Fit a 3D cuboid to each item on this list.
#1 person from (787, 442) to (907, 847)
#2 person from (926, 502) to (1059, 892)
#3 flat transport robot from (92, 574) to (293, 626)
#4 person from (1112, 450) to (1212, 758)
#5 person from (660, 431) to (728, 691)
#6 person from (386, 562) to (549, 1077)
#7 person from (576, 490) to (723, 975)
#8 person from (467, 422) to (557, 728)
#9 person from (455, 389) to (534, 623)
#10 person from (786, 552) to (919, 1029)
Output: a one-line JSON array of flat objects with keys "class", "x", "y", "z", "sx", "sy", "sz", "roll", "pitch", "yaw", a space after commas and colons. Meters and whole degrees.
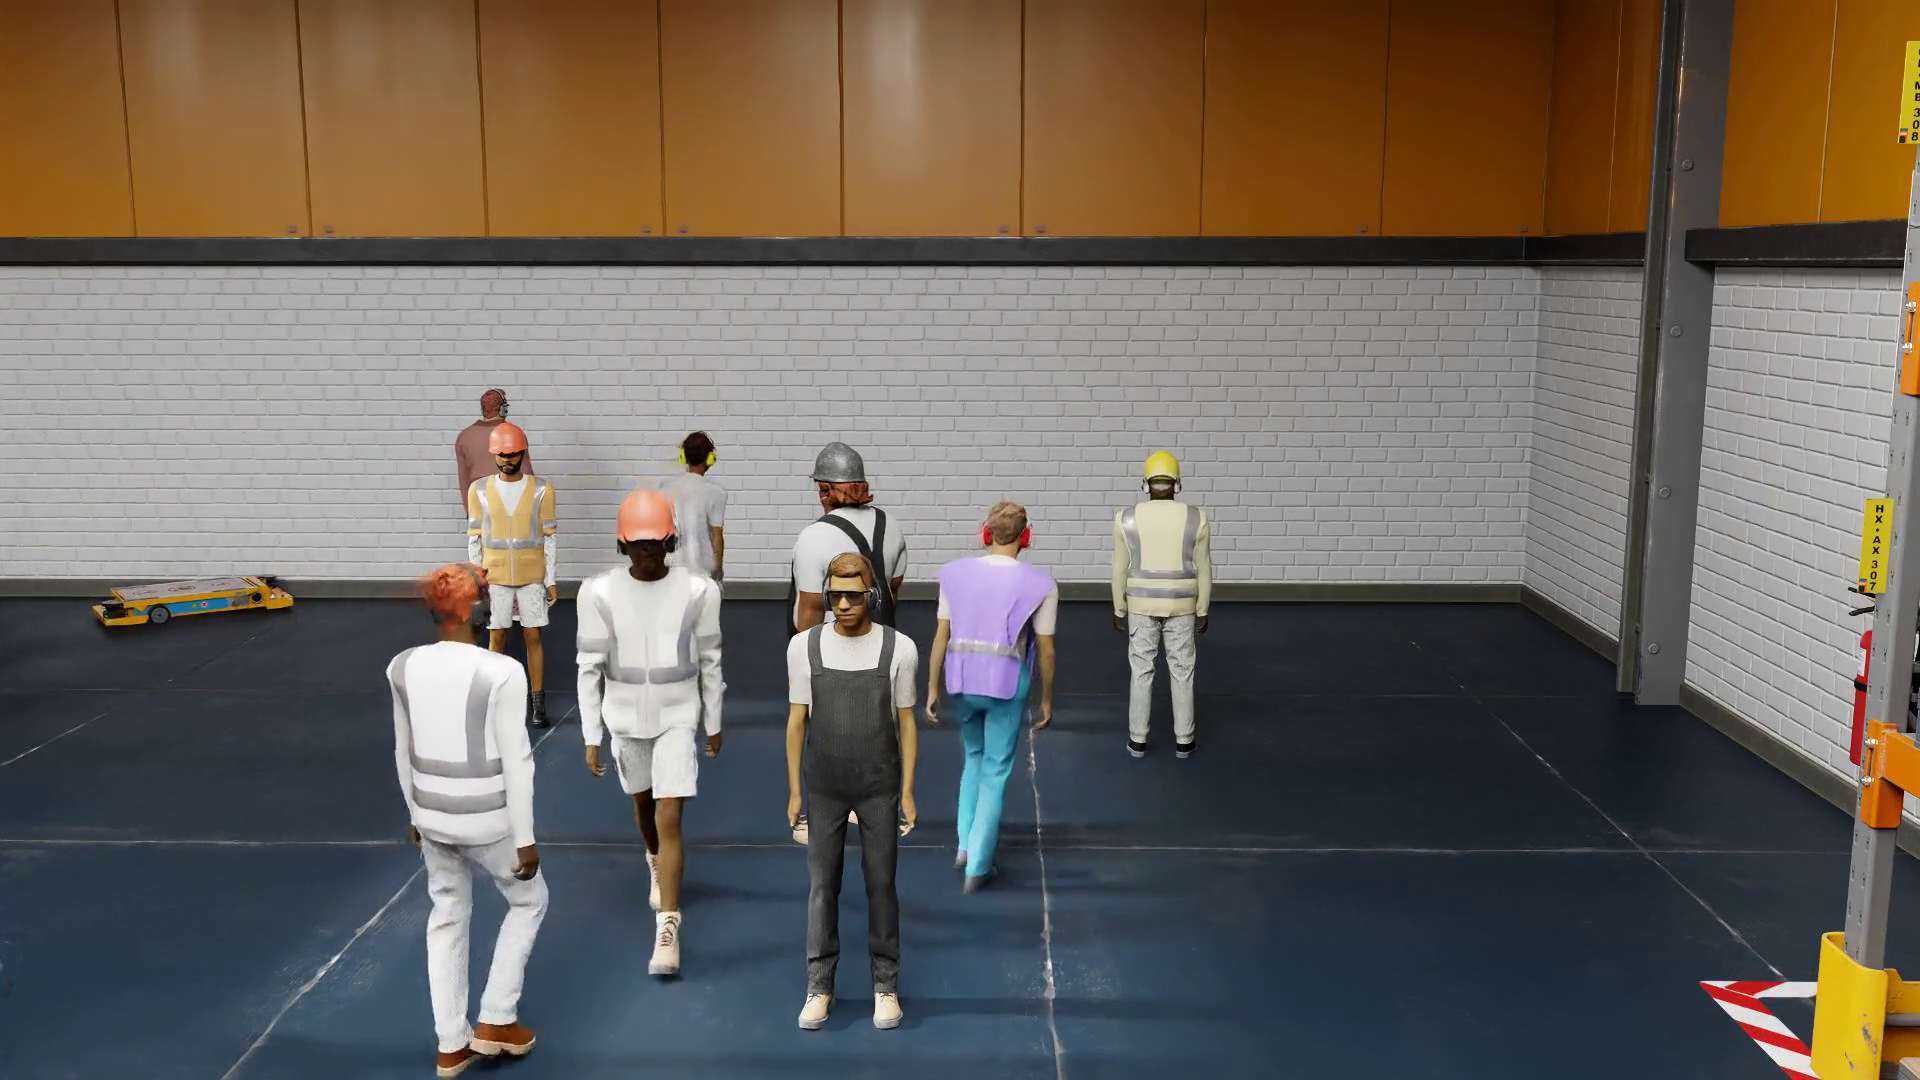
[{"class": "person", "x": -0.624, "y": 0.517, "z": 8.378, "sx": 0.538, "sy": 2.000, "sz": 0.681, "roll": 8, "pitch": 12, "yaw": 40}, {"class": "person", "x": 0.167, "y": 0.727, "z": 7.818, "sx": 0.601, "sy": 1.801, "sz": 0.594, "roll": 3, "pitch": 10, "yaw": 20}, {"class": "flat transport robot", "x": -6.383, "y": 0.488, "z": 13.842, "sx": 1.431, "sy": 0.197, "sz": 0.652, "roll": -7, "pitch": 12, "yaw": -35}, {"class": "person", "x": 1.189, "y": 0.382, "z": 9.814, "sx": 0.587, "sy": 1.830, "sz": 0.403, "roll": 1, "pitch": 10, "yaw": 7}, {"class": "person", "x": -1.764, "y": 0.208, "z": 10.898, "sx": 0.482, "sy": 1.826, "sz": 0.873, "roll": 2, "pitch": 10, "yaw": 9}, {"class": "person", "x": -1.738, "y": 0.998, "z": 6.001, "sx": 0.615, "sy": 1.866, "sz": 0.468, "roll": 4, "pitch": 10, "yaw": 21}, {"class": "person", "x": -1.324, "y": 0.754, "z": 7.144, "sx": 0.605, "sy": 1.984, "sz": 1.096, "roll": -1, "pitch": 10, "yaw": -4}, {"class": "person", "x": -2.789, "y": 0.229, "z": 10.406, "sx": 0.542, "sy": 1.939, "sz": 0.359, "roll": -2, "pitch": 10, "yaw": -12}, {"class": "person", "x": -3.735, "y": -0.273, "z": 13.510, "sx": 0.642, "sy": 1.908, "sz": 0.410, "roll": 2, "pitch": 10, "yaw": 11}, {"class": "person", "x": -0.411, "y": 0.953, "z": 6.350, "sx": 0.507, "sy": 1.846, "sz": 0.343, "roll": 0, "pitch": 9, "yaw": 0}]
